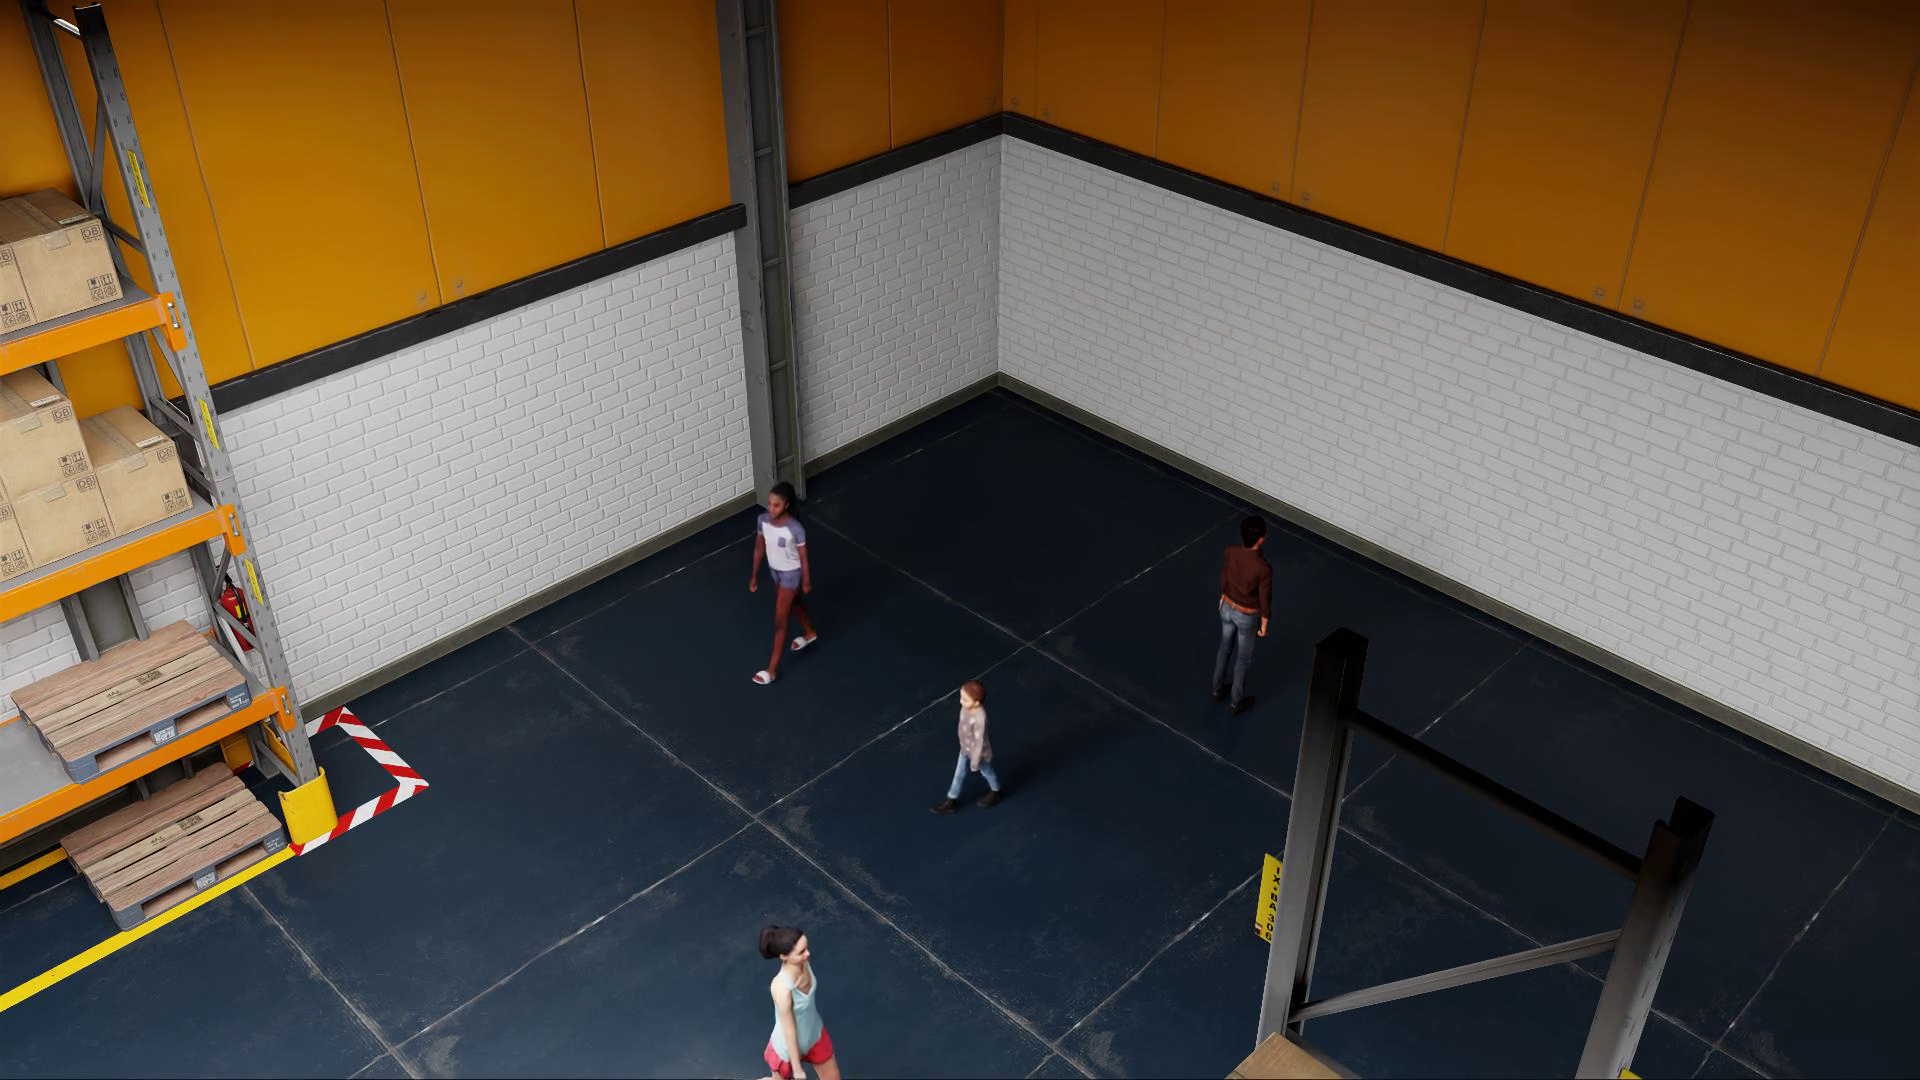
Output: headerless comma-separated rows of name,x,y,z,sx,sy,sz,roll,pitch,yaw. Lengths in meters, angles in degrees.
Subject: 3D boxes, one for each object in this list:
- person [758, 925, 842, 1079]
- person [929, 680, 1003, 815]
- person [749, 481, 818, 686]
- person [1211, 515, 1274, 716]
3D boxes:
person,-1.017,2.887,9.581,1.018,1.729,1.199,11,35,16
person,0.159,1.513,12.156,0.862,1.168,0.656,-15,37,-22
person,-1.358,0.252,13.588,0.704,1.682,1.141,23,40,31
person,2.191,0.577,13.013,0.625,1.778,0.497,29,43,36
